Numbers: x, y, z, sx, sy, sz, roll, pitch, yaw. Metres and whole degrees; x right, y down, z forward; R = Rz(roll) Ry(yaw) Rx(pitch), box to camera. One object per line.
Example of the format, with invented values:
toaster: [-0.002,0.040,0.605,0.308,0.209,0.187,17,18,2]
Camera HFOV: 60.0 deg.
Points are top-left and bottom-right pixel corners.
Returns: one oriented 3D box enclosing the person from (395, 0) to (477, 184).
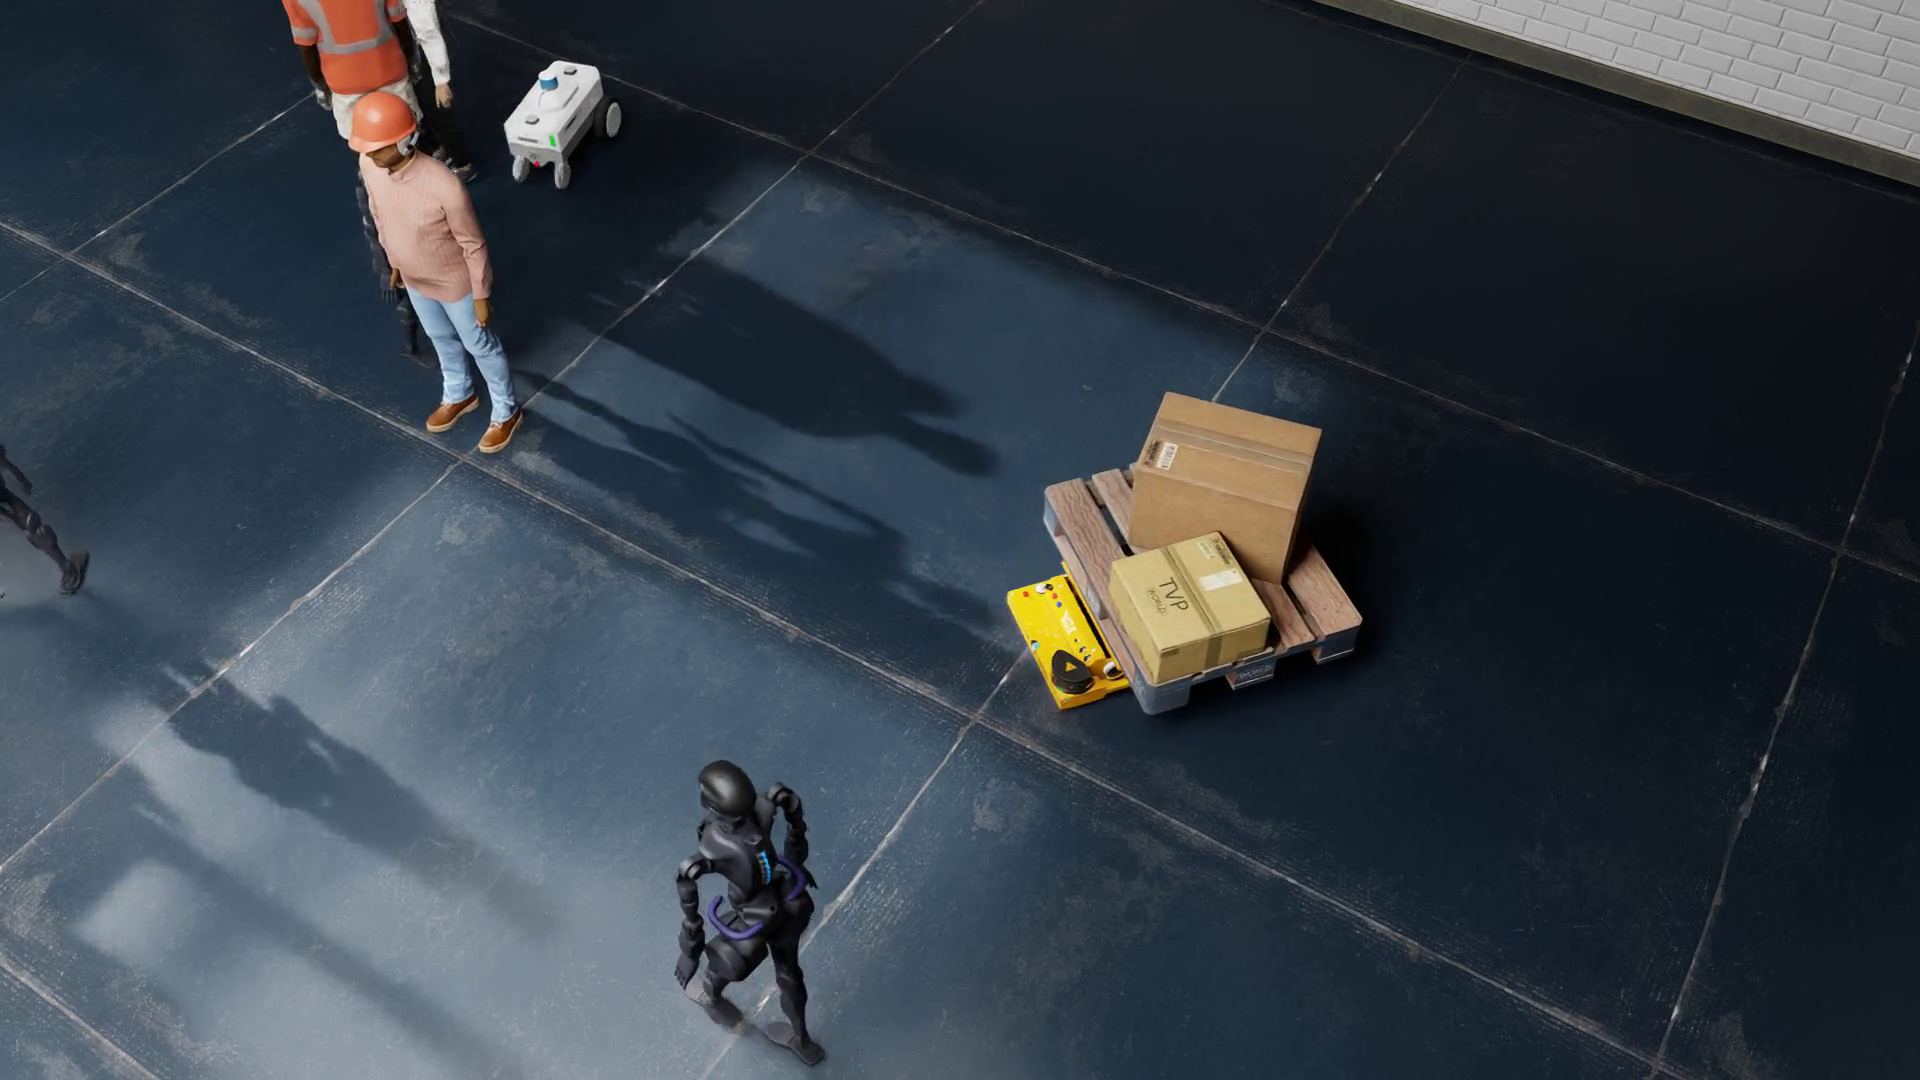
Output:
person: [-3.036,-2.661,9.166,0.827,1.730,0.494,34,57,26]

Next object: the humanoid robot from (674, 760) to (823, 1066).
humanoid robot: [-0.760,1.276,5.773,0.628,1.642,0.602,34,57,26]

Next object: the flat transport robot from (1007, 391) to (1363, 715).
flat transport robot: [0.998,0.281,7.570,1.431,0.231,0.659,-15,51,-13]

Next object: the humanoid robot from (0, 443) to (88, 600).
humanoid robot: [-4.387,-0.291,7.155,0.599,1.640,0.461,-2,49,-2]

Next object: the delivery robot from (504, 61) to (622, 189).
delivery robot: [-2.371,-2.491,9.811,0.499,0.606,0.809,12,50,10]

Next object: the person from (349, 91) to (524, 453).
person: [-2.440,-1.223,7.740,0.612,1.993,0.393,24,53,19]

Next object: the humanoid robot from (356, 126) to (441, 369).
humanoid robot: [-2.702,-1.494,8.191,0.541,1.632,0.584,17,51,14]

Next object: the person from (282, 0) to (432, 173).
person: [-3.189,-2.521,8.902,0.602,1.956,0.388,-21,52,-18]
